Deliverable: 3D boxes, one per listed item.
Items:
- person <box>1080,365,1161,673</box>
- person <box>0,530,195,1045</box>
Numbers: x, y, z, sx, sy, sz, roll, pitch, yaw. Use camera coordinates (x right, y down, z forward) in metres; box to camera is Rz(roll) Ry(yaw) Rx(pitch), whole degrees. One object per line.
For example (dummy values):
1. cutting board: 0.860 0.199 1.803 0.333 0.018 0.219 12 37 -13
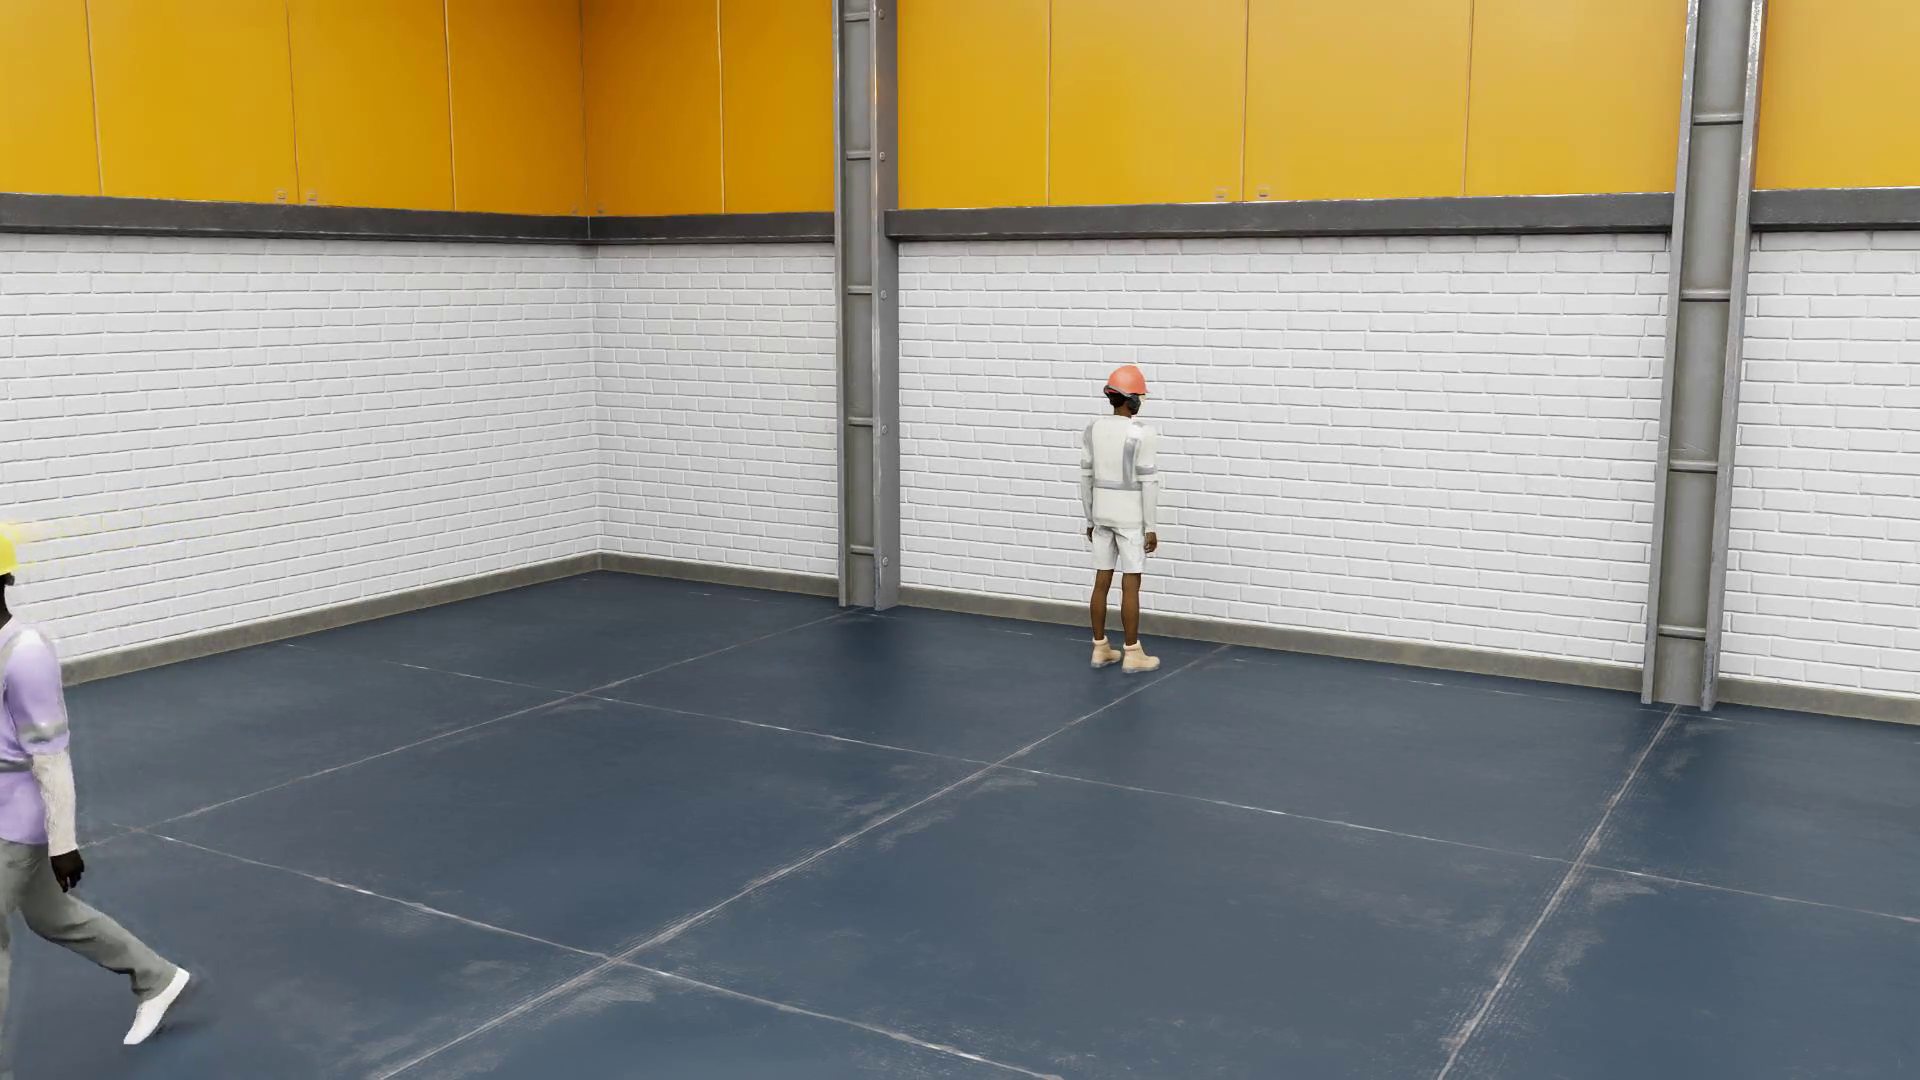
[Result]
1. person: 1.082 -0.142 11.097 0.609 2.044 0.394 9 13 44
2. person: -2.991 0.855 5.383 0.933 1.893 0.599 -9 13 -44
